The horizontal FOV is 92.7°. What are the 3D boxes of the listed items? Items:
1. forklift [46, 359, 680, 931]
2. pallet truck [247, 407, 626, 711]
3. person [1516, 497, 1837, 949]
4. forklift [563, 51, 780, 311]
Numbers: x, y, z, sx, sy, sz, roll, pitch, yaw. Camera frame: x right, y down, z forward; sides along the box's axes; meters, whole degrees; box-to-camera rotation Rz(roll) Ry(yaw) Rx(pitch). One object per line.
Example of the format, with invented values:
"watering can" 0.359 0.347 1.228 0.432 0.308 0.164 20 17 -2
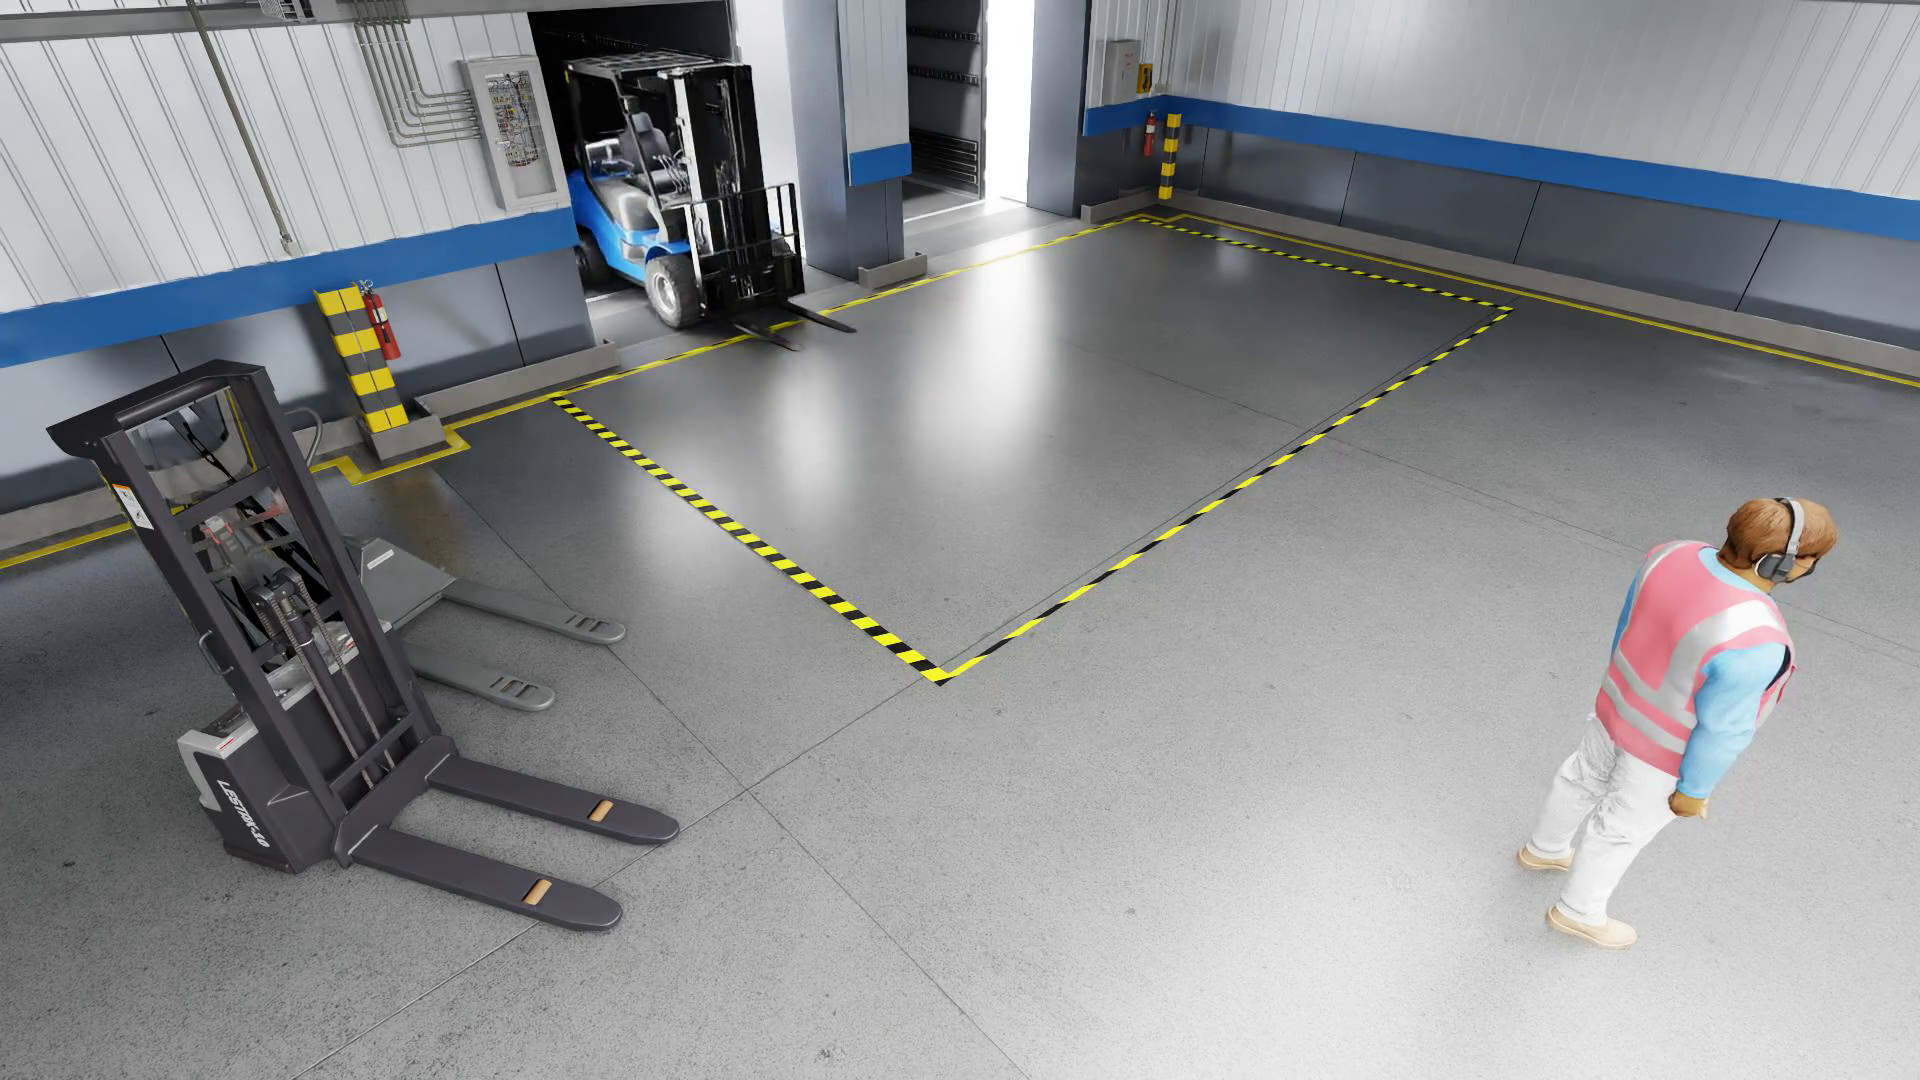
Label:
"forklift" -2.135 0.422 3.354 1.885 1.965 0.823 10 35 14
"pallet truck" -2.628 0.038 4.590 1.601 1.201 0.680 12 36 18
"person" 2.415 0.652 3.153 0.429 1.843 0.620 5 35 7
"forklift" -2.839 -3.524 8.812 2.680 2.036 1.157 29 44 36
